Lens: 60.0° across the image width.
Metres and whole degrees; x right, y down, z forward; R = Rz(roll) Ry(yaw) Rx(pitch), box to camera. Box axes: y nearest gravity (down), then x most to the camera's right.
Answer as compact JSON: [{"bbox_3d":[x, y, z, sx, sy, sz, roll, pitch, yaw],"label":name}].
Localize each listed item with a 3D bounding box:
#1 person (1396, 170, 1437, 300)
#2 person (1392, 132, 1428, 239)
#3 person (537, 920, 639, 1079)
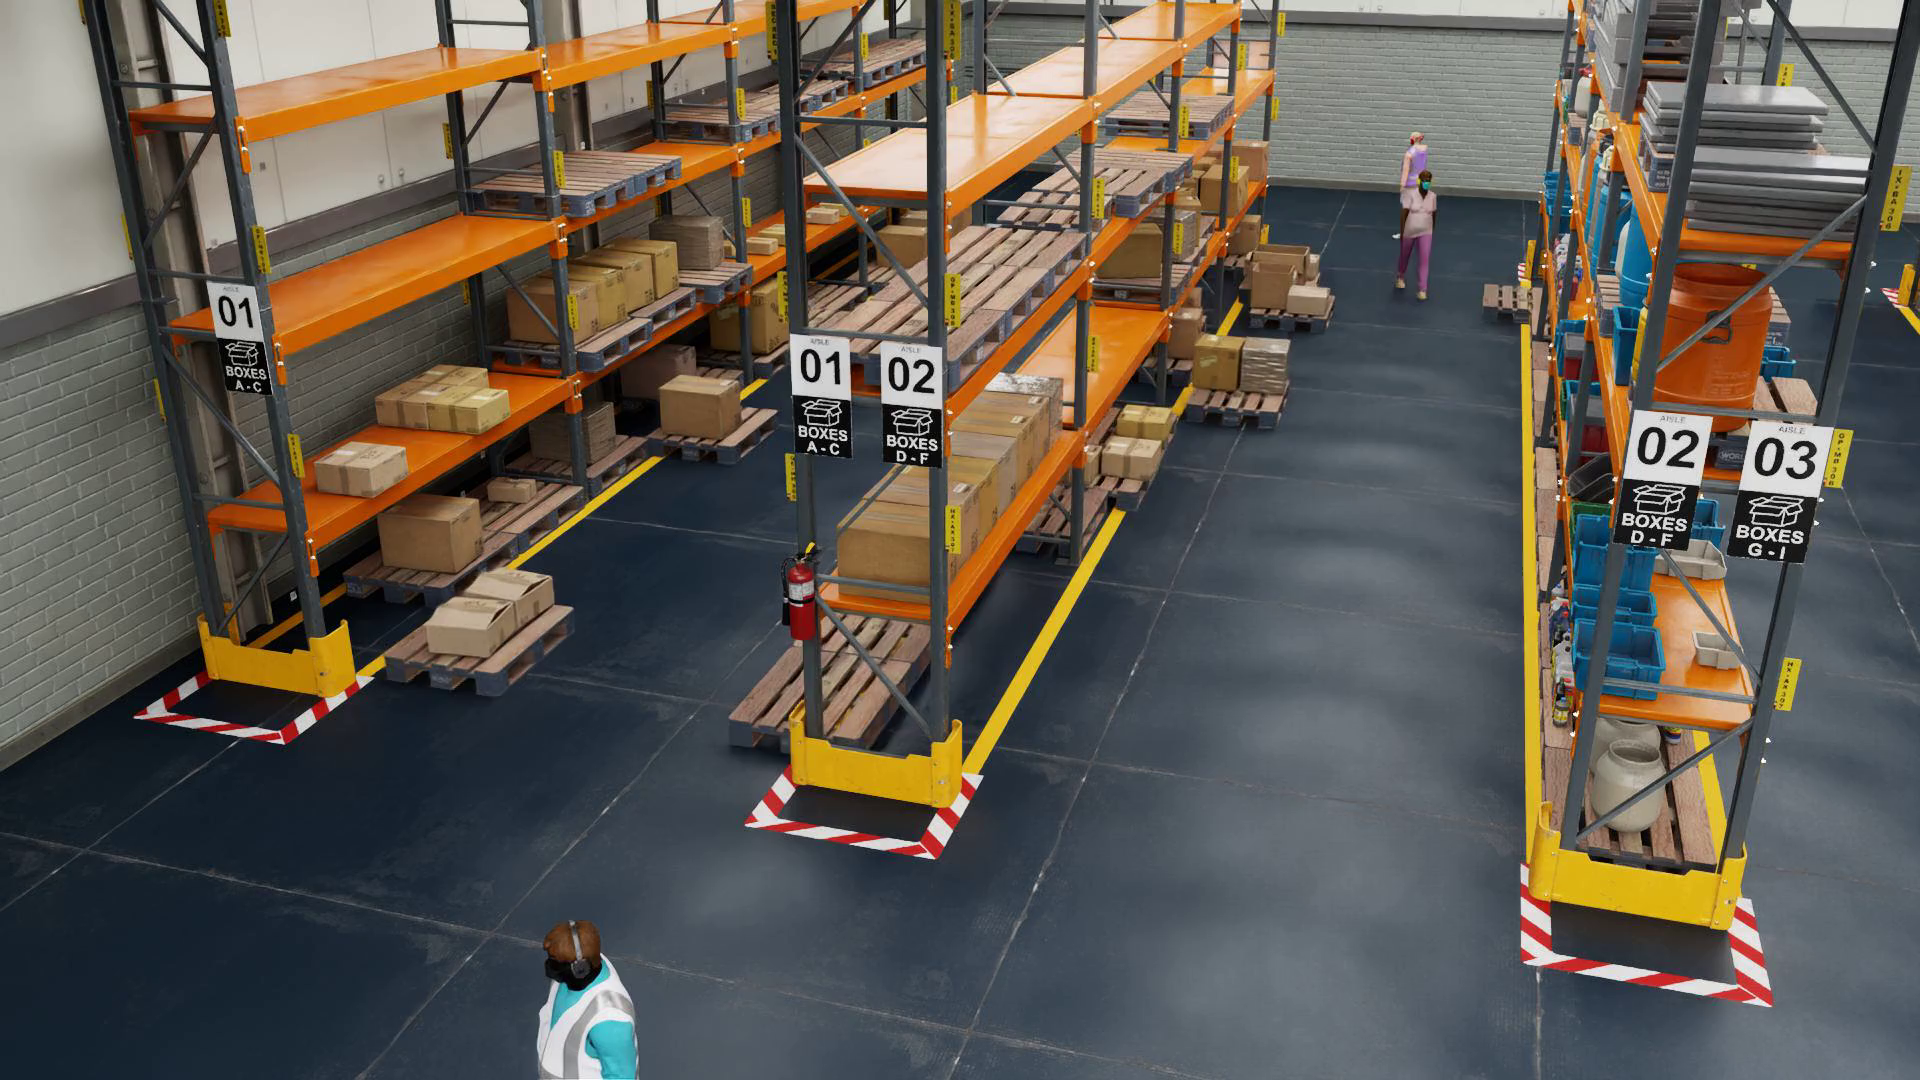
[{"bbox_3d":[6.383,-4.320,23.306,0.513,1.756,0.919,2,23,4],"label":"person"},{"bbox_3d":[7.187,-5.624,26.423,0.489,1.688,0.345,-14,27,-29],"label":"person"},{"bbox_3d":[-1.649,2.480,7.435,0.429,1.841,0.635,-13,26,-27],"label":"person"}]
